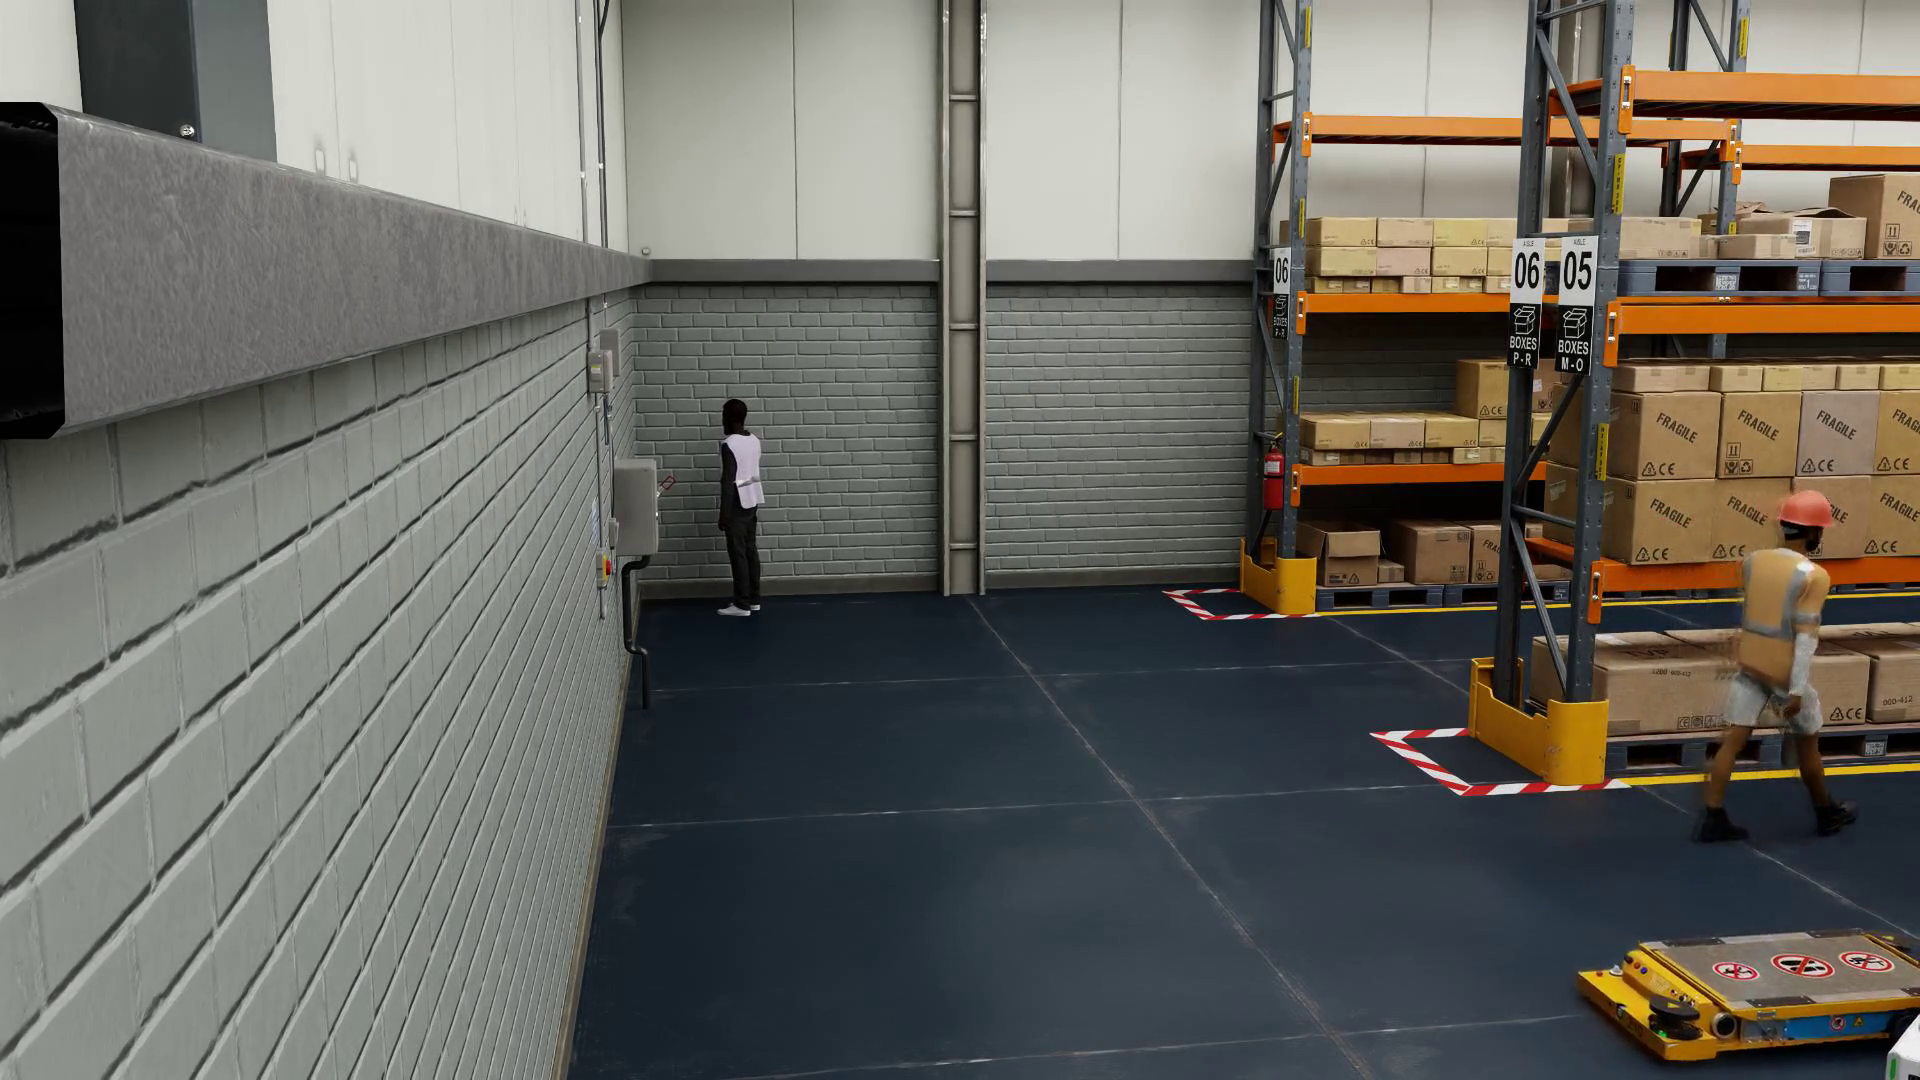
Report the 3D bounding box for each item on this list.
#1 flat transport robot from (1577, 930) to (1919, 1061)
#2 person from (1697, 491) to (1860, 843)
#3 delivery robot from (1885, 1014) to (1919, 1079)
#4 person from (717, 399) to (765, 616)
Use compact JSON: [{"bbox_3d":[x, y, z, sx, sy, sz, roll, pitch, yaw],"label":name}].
[{"bbox_3d":[3.329,1.819,6.722,1.431,0.197,0.652,-1,9,-9],"label":"flat transport robot"},{"bbox_3d":[4.373,0.675,8.815,0.978,1.878,0.557,-4,10,-23],"label":"person"},{"bbox_3d":[3.461,1.790,5.738,0.477,0.478,0.707,8,12,42],"label":"delivery robot"},{"bbox_3d":[-1.932,-0.288,14.692,0.390,1.913,0.592,3,10,18],"label":"person"}]
